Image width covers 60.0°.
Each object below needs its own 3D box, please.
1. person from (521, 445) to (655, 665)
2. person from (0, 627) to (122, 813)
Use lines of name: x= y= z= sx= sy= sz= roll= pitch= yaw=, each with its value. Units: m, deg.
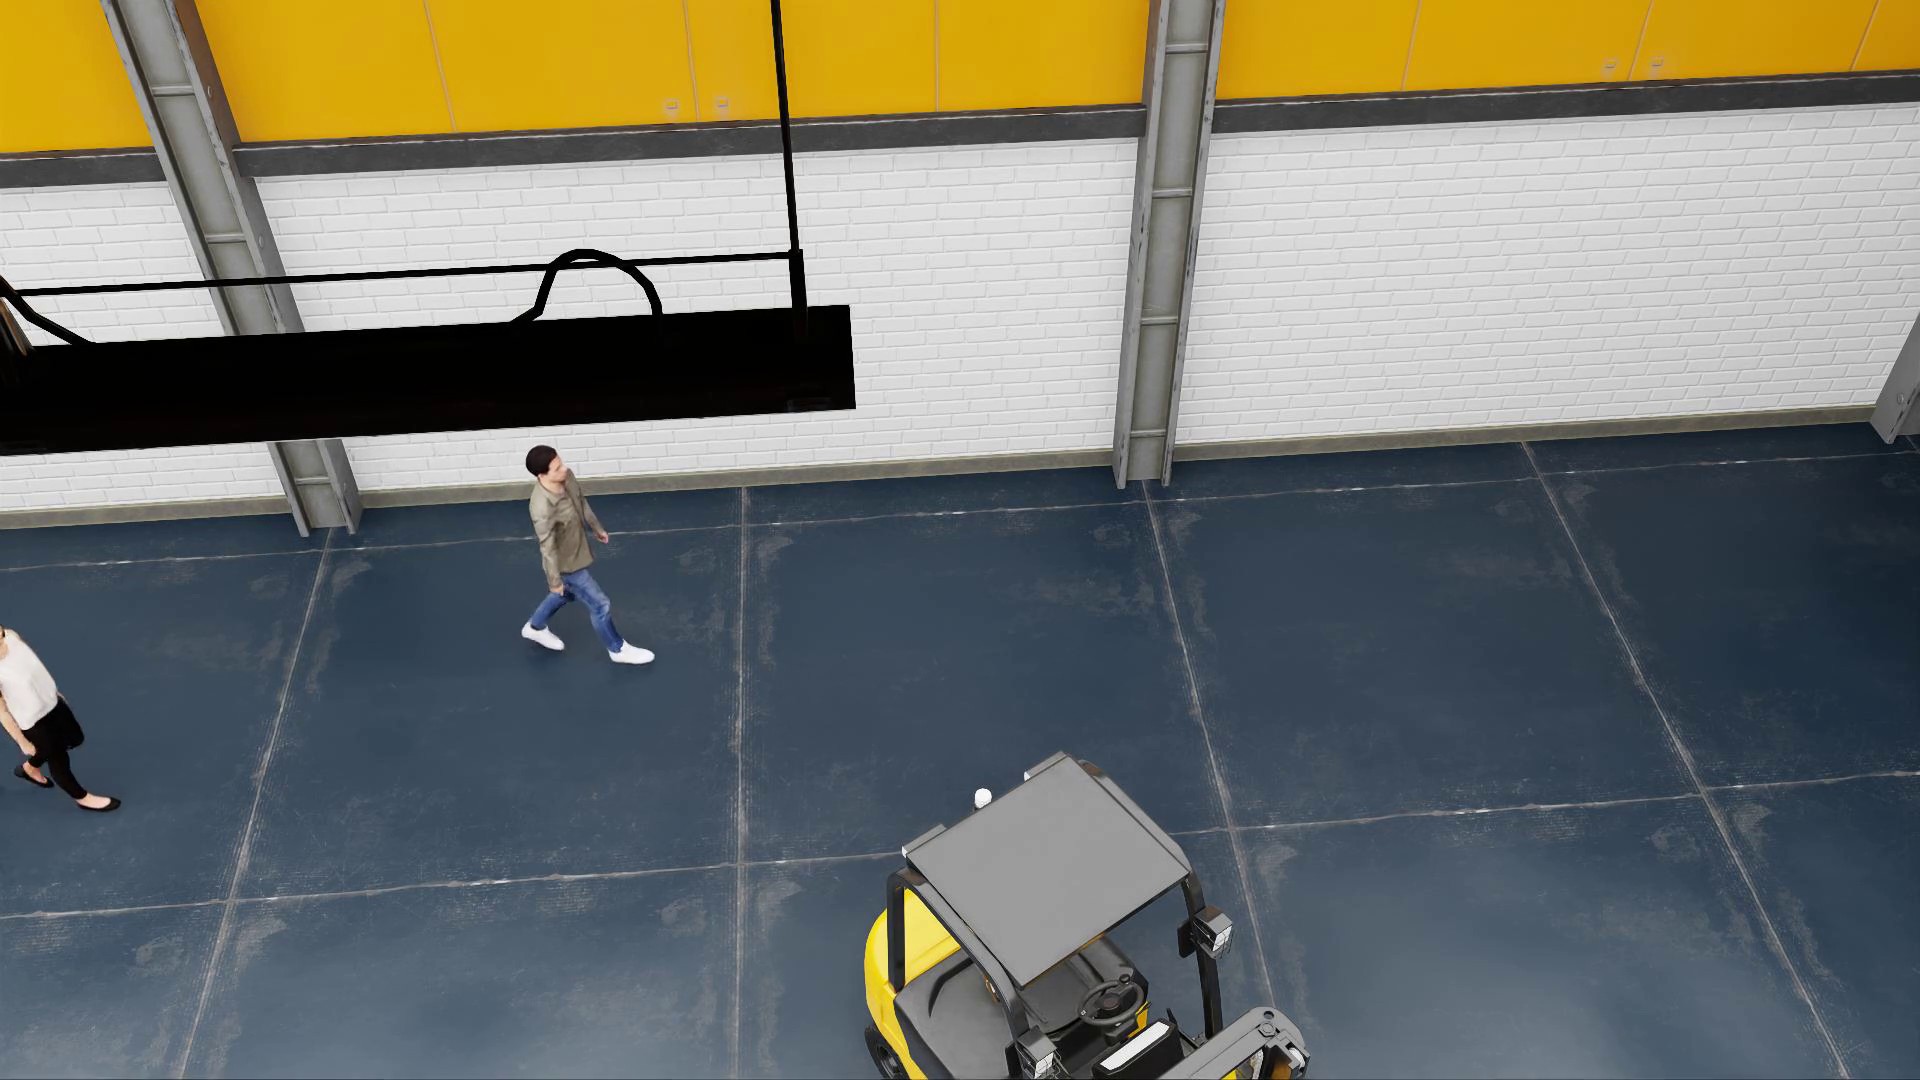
person: x=-2.585 y=0.093 z=10.627 sx=1.166 sy=1.848 sz=0.782 roll=1 pitch=44 yaw=1
person: x=-5.503 y=1.016 z=9.755 sx=0.857 sy=1.714 sz=0.655 roll=2 pitch=44 yaw=2
